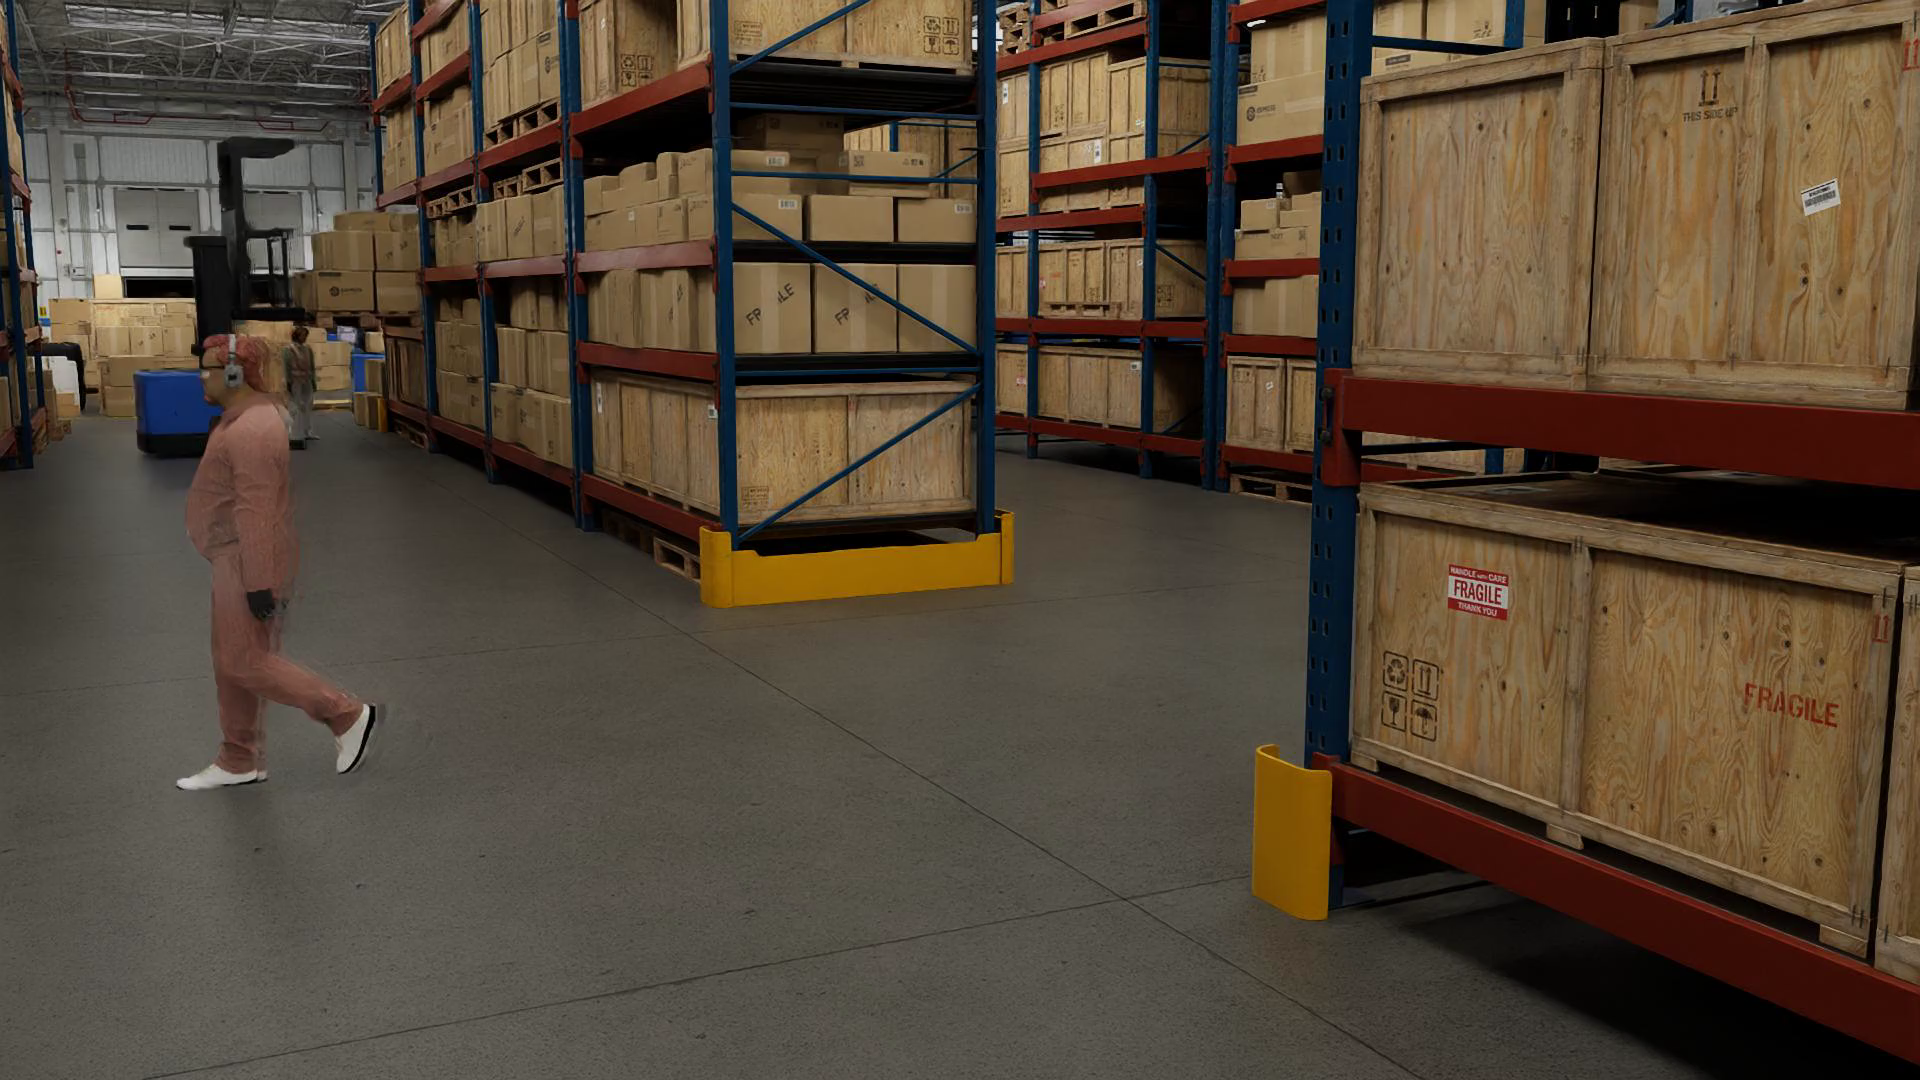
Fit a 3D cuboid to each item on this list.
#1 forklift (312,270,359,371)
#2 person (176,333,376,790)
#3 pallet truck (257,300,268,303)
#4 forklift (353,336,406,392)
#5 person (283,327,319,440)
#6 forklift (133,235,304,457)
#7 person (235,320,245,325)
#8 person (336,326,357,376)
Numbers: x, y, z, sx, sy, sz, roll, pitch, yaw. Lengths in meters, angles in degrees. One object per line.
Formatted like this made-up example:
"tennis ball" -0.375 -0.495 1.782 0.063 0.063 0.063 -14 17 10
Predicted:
"forklift" -17.110 -5.997 45.439 1.129 2.768 1.873 -4 9 -26
"person" -2.852 0.099 6.820 0.709 1.887 0.650 -3 9 -21
"pallet truck" -23.913 -7.404 58.171 1.885 1.965 0.823 -1 8 -9
"forklift" -9.386 -3.559 28.633 1.129 2.768 1.873 7 11 38
"person" -9.475 -2.248 23.853 0.463 1.623 0.538 4 9 27
"forklift" -9.707 -2.543 21.623 1.873 2.768 1.129 -5 10 -32
"person" -20.610 -5.836 47.608 0.640 1.932 0.370 -4 9 -25
"person" -16.096 -5.257 43.655 0.546 1.923 0.393 -7 11 -40
